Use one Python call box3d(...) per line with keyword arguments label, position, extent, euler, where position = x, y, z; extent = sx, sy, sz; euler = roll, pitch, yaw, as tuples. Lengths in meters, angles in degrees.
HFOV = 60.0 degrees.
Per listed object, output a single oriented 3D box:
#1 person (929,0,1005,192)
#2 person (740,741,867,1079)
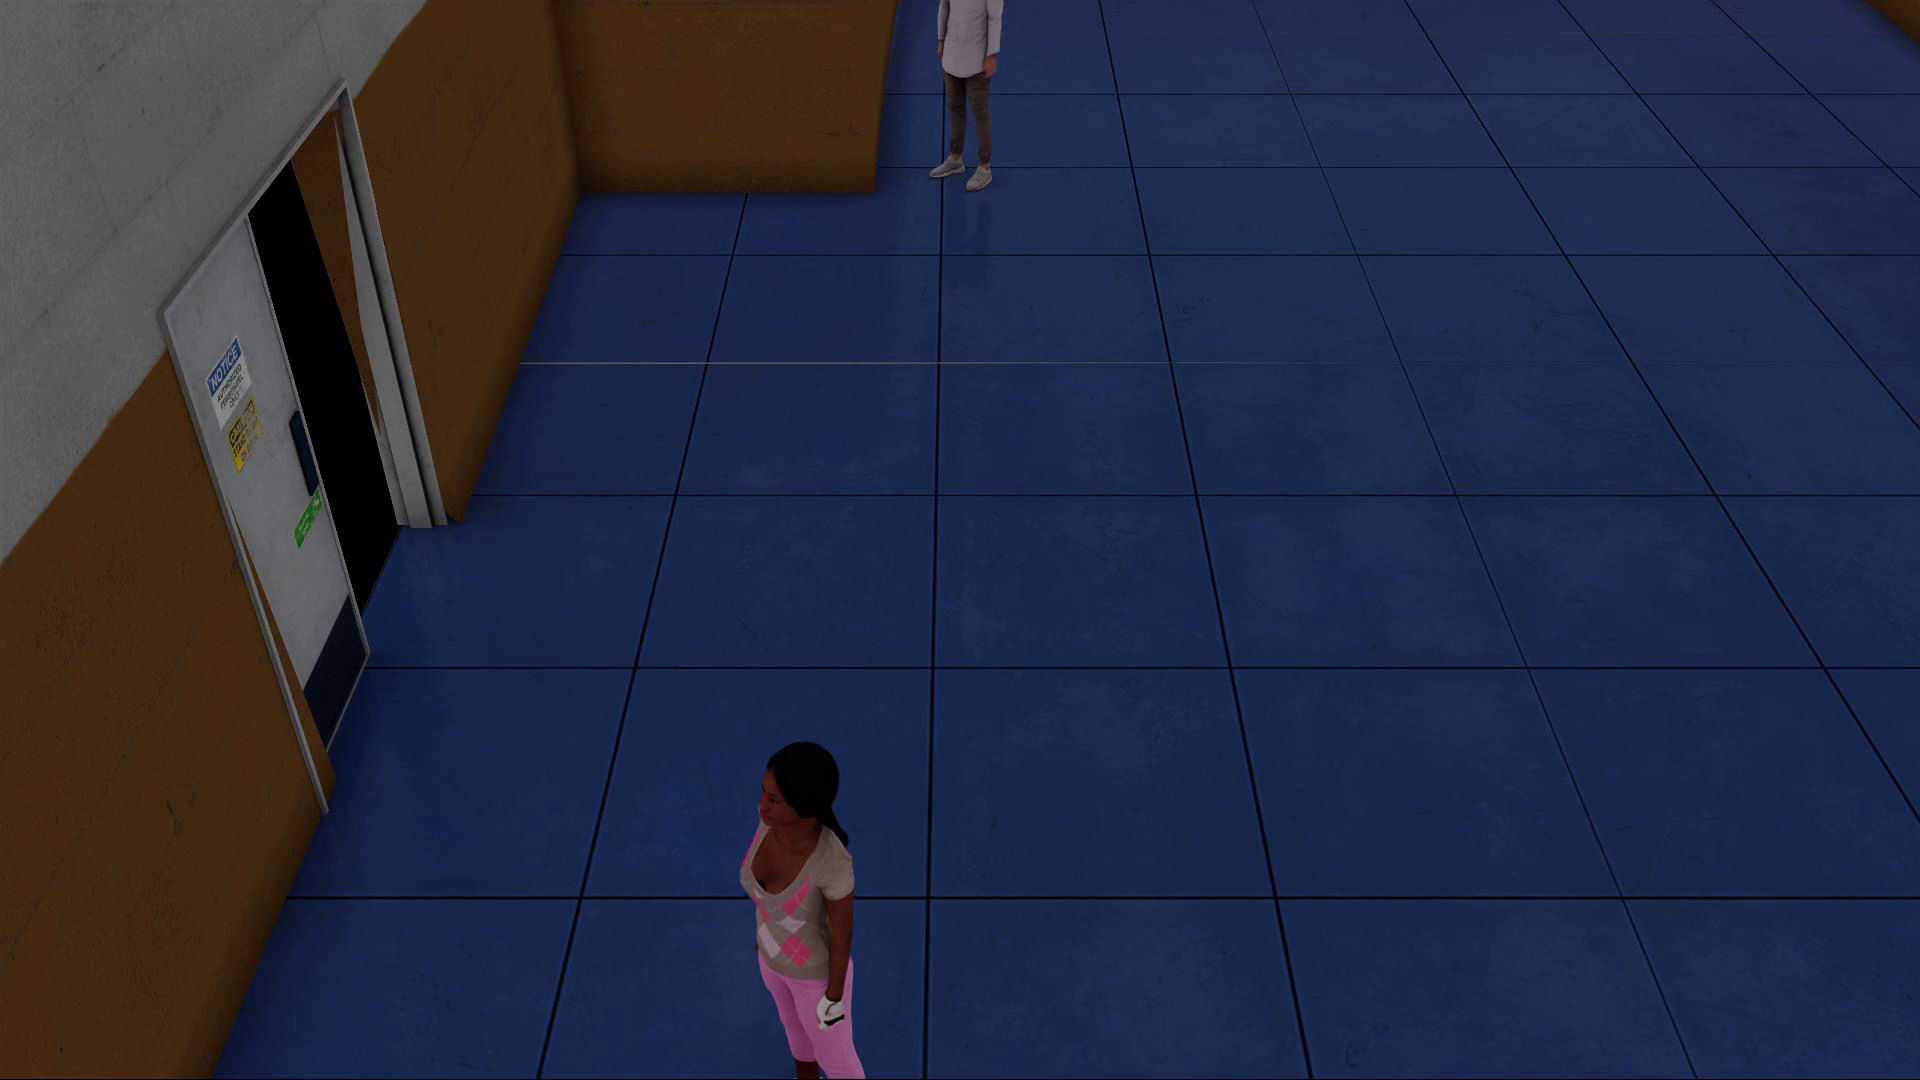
box3d(label="person", position=(0.056, -3.248, 11.010), extent=(0.727, 1.834, 0.808), euler=(27, 45, 31))
box3d(label="person", position=(-0.465, 1.274, 5.063), extent=(0.691, 1.741, 0.647), euler=(-26, 44, -30))
